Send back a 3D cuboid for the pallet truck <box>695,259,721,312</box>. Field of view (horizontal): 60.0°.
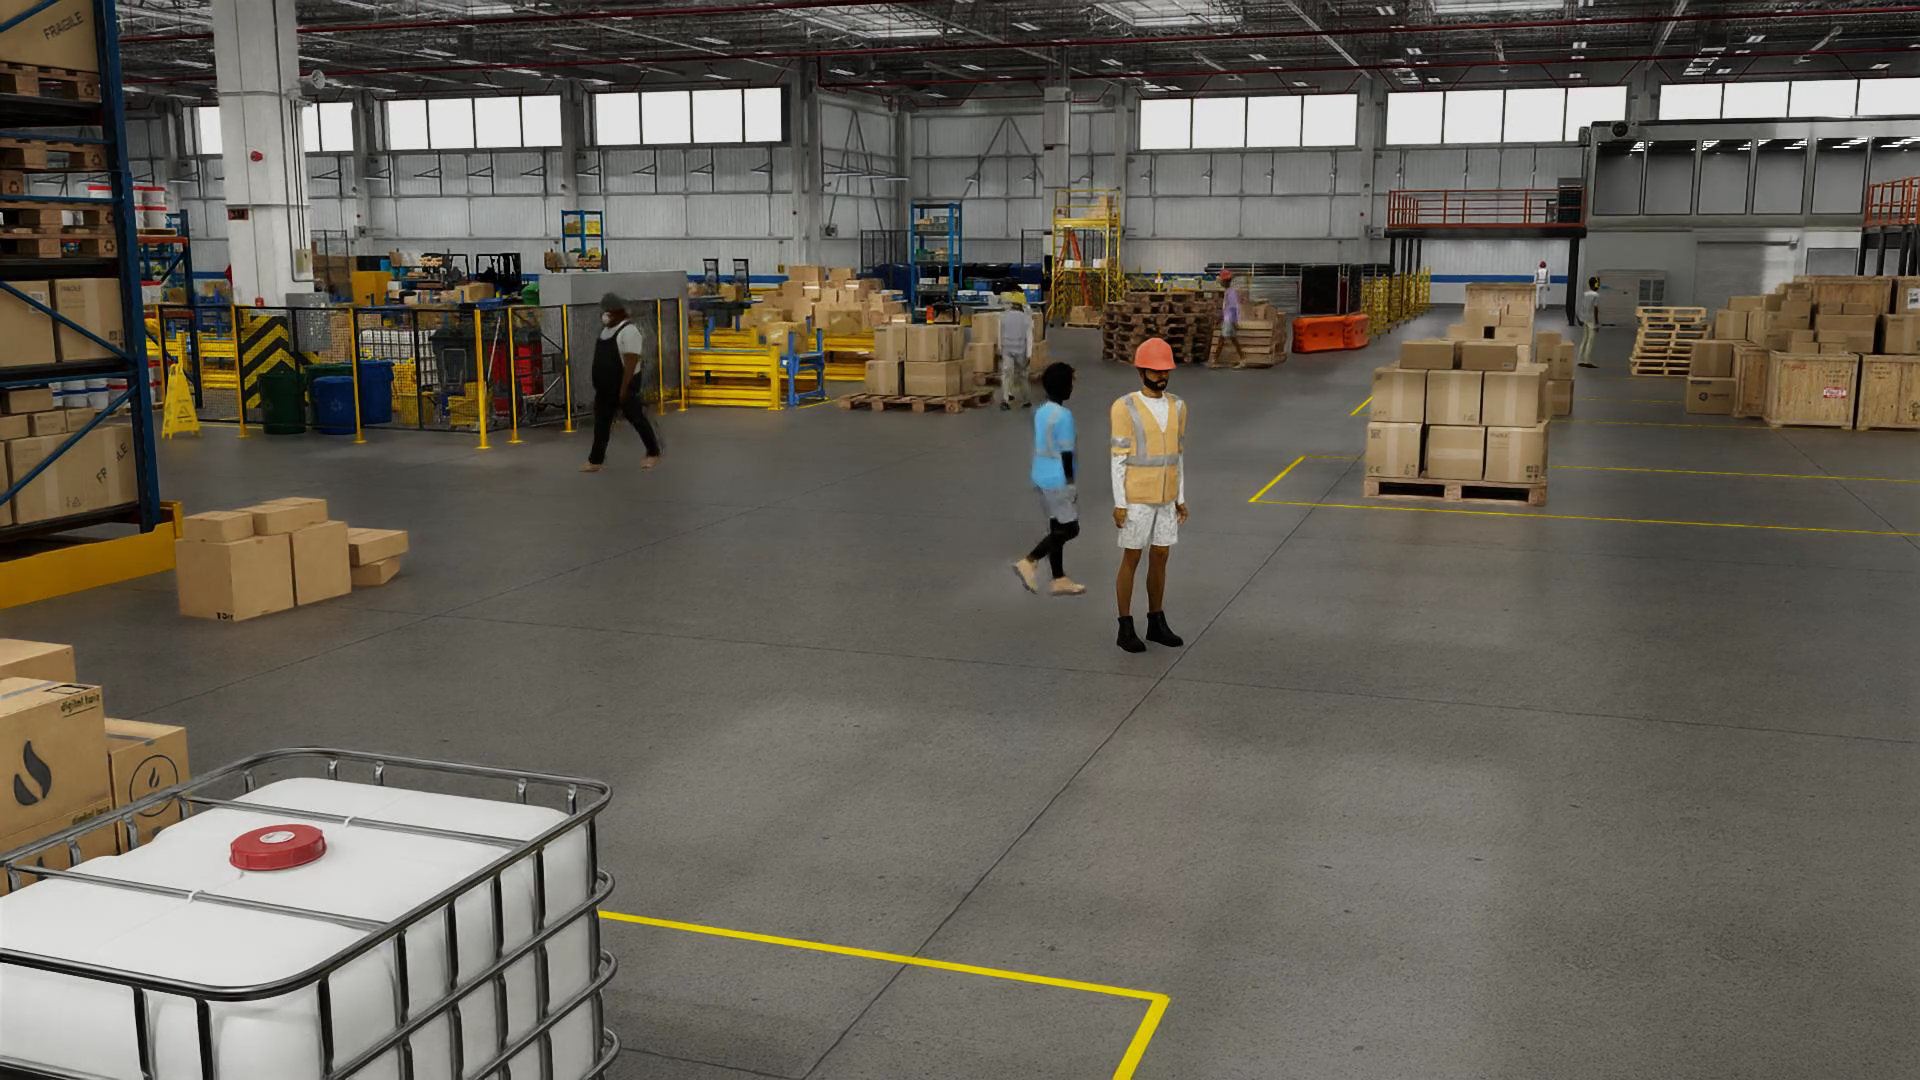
[{"bbox_3d":[-9.165,-9.627,62.776,0.823,1.965,1.885,4,11,23],"label":"pallet truck"}]

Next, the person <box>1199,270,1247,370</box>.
[{"bbox_3d":[5.301,-4.378,33.234,1.008,1.983,0.609,2,10,9],"label":"person"}]

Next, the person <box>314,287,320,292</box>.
[{"bbox_3d":[-12.455,-4.042,32.198,0.432,1.682,0.538,4,11,21],"label":"person"}]

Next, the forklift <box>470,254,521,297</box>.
[{"bbox_3d":[-17.990,-10.121,64.684,1.157,1.987,2.680,3,11,17],"label":"forklift"}]

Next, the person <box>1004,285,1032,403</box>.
[{"bbox_3d":[0.896,-3.124,26.497,0.515,1.876,0.328,5,11,28],"label":"person"}]

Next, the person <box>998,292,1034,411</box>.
[{"bbox_3d":[0.834,-2.849,25.204,0.597,1.794,0.914,3,11,19],"label":"person"}]

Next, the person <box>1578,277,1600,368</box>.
[{"bbox_3d":[12.864,-4.434,33.922,0.331,1.862,0.506,-2,10,-11],"label":"person"}]

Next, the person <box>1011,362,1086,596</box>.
[{"bbox_3d":[0.640,-0.414,11.739,0.516,1.686,0.545,-3,10,-15],"label":"person"}]

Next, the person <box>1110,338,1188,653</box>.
[{"bbox_3d":[1.185,-0.276,10.282,0.552,1.937,0.356,-6,12,-31],"label":"person"}]

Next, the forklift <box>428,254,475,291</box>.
[{"bbox_3d":[-20.133,-10.254,65.465,1.157,1.987,2.680,3,11,19],"label":"forklift"}]

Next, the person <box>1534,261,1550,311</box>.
[{"bbox_3d":[22.051,-9.617,63.042,0.574,1.881,0.357,4,11,19],"label":"person"}]

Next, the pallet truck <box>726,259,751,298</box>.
[{"bbox_3d":[-7.986,-9.493,62.019,0.823,1.965,1.885,3,11,17],"label":"pallet truck"}]

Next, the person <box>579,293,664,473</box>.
[{"bbox_3d":[-3.756,-1.783,18.478,0.679,2.000,1.015,9,13,40],"label":"person"}]

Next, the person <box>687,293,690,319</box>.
[{"bbox_3d":[-6.310,-5.188,38.467,0.650,1.750,0.537,-2,10,-14],"label":"person"}]

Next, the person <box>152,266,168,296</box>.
[{"bbox_3d":[-27.170,-8.393,56.374,0.619,1.795,0.763,2,10,11],"label":"person"}]
